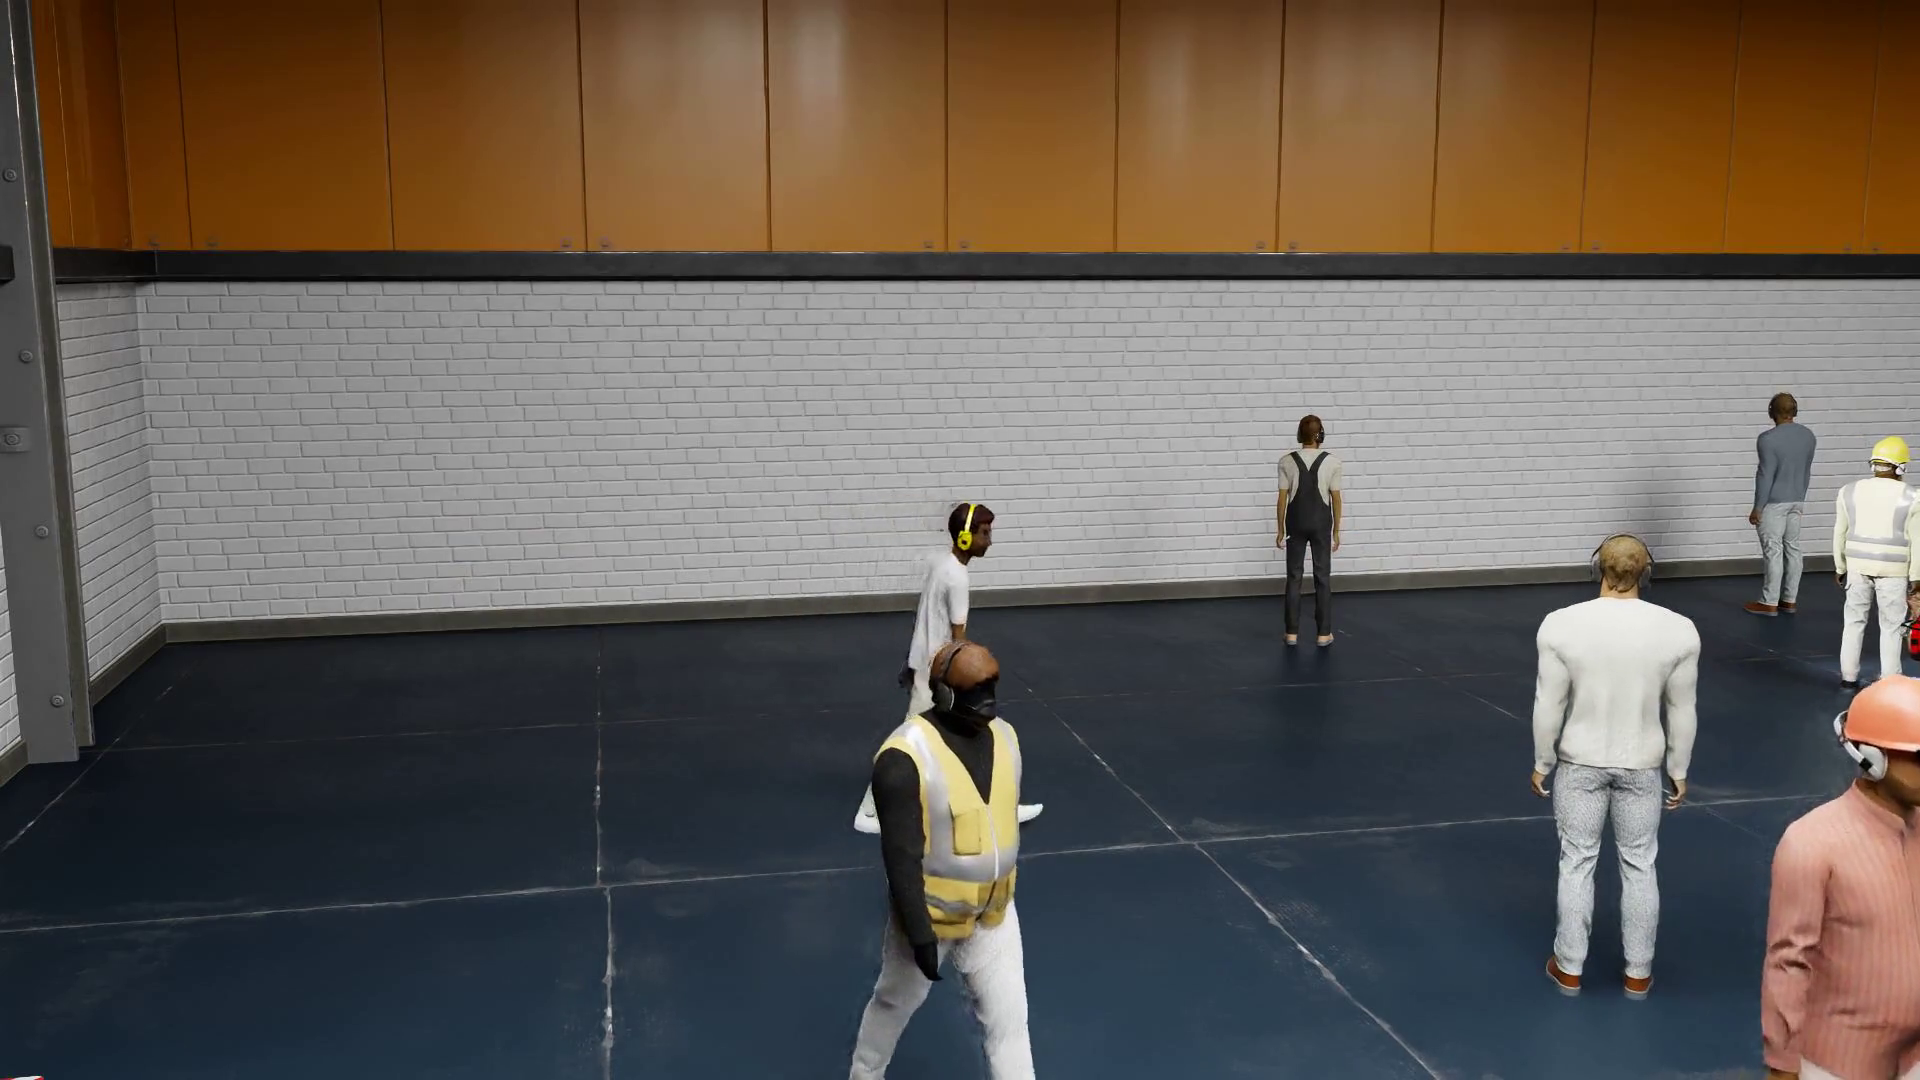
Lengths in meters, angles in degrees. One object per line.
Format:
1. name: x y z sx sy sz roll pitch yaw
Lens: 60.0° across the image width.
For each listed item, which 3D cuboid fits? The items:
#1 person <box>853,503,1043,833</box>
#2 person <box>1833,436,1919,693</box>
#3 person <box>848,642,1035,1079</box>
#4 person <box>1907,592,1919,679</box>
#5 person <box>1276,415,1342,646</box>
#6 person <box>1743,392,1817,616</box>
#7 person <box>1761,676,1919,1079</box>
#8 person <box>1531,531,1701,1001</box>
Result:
1. person: -0.082 0.696 8.727 1.048 1.784 0.517 -1 9 -4
2. person: 6.434 0.191 11.642 0.404 1.834 0.591 -8 13 -42
3. person: -0.034 1.213 5.565 0.620 1.797 1.001 -8 12 -39
4. person: 3.506 1.105 6.028 0.563 1.847 0.390 -4 10 -22
5. person: 2.769 -0.072 13.231 0.507 1.839 0.351 3 10 16
6. person: 7.080 -0.308 14.380 0.628 1.936 0.377 -4 10 -25
7. person: 2.349 1.307 4.431 0.619 1.975 0.722 -4 10 -23
8. person: 2.672 0.928 6.833 0.635 1.937 0.352 2 10 13
